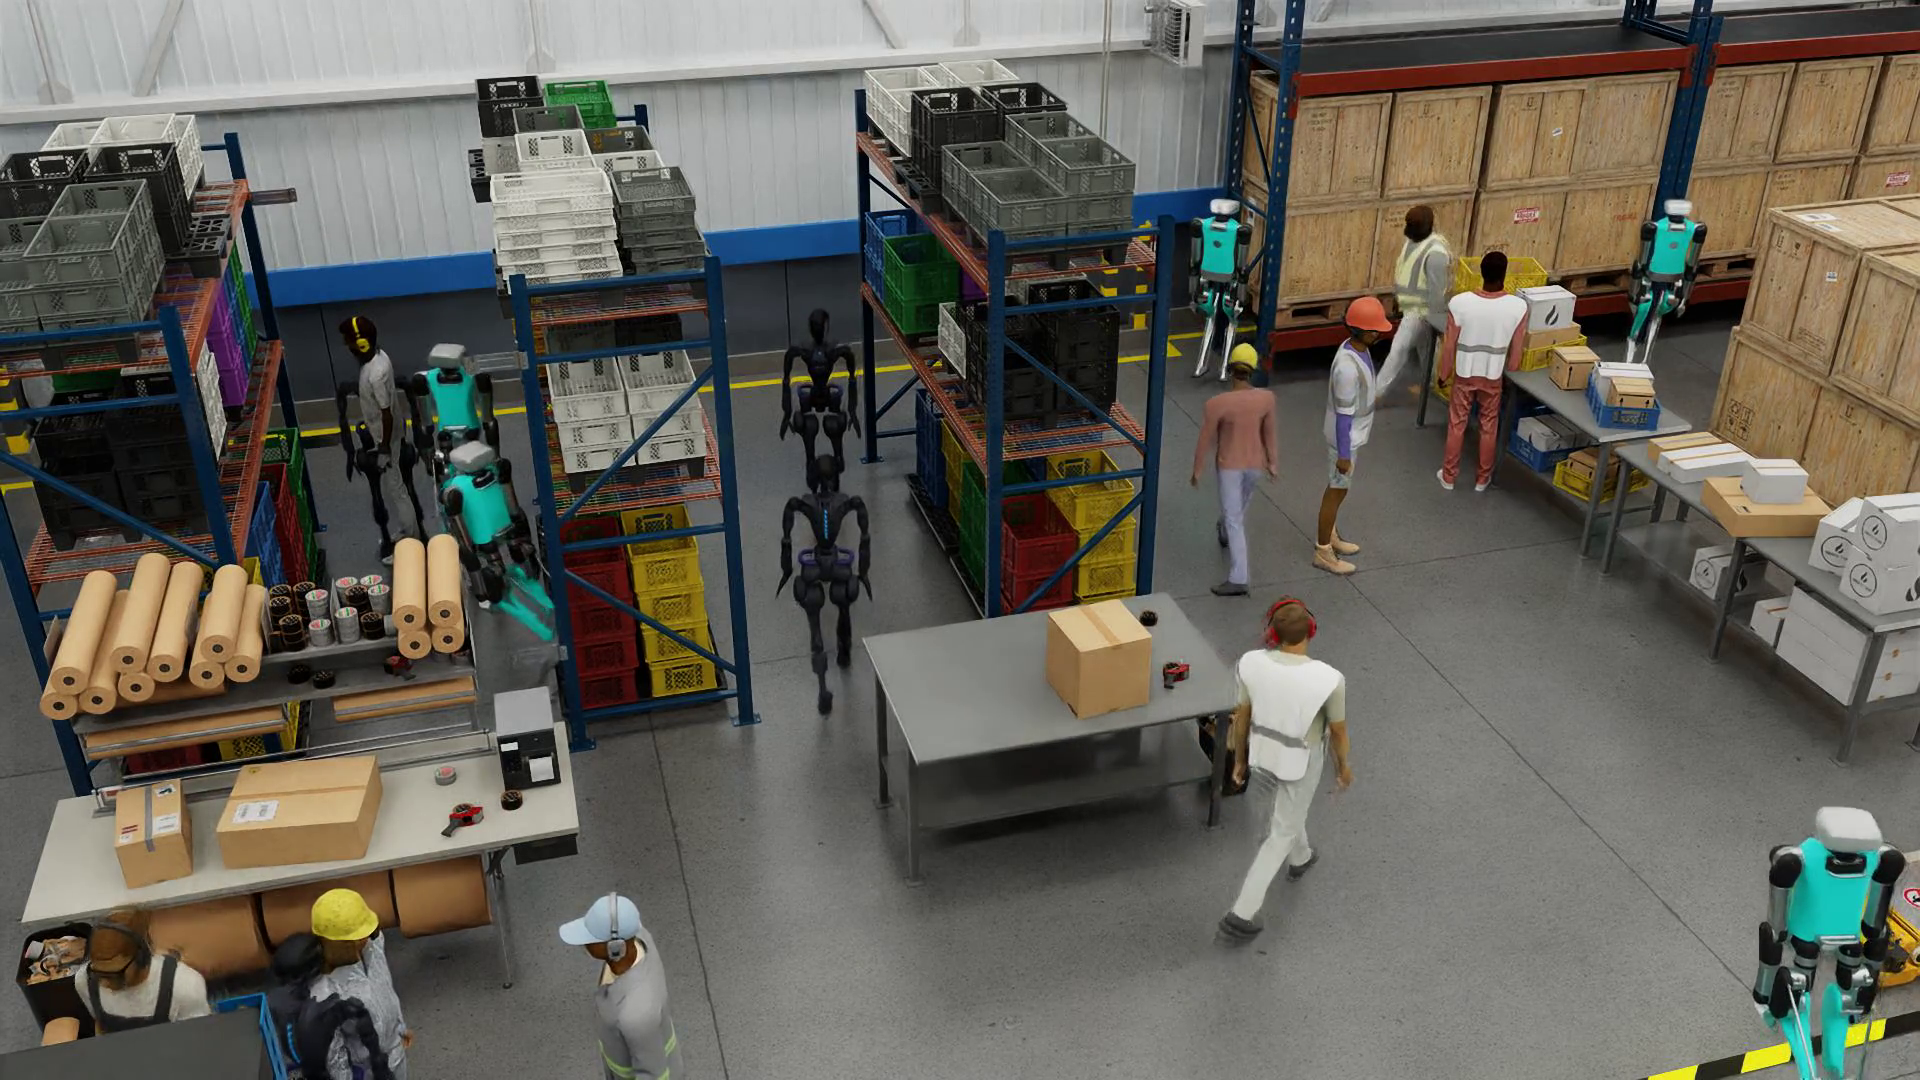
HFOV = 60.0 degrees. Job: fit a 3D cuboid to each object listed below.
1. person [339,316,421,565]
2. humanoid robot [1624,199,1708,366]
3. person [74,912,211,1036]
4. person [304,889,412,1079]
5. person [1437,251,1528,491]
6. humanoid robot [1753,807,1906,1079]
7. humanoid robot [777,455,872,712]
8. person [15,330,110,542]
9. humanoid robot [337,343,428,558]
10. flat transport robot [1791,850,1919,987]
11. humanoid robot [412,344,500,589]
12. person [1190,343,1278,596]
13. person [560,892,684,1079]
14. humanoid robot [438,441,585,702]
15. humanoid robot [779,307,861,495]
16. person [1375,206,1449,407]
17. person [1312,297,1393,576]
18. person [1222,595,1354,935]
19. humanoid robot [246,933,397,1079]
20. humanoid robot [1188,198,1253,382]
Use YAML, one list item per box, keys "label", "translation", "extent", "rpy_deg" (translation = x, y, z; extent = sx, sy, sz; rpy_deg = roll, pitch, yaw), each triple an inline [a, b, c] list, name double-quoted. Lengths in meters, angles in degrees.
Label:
- label: "person"
  translation: [-4.098, -0.709, 11.797]
  extent: [0.328, 1.865, 0.515]
  rpy_deg: [-9, 30, -16]
- label: "humanoid robot"
  translation: [6.105, -2.174, 14.606]
  extent: [0.537, 1.791, 0.831]
  rpy_deg: [5, 29, 10]
- label: "person"
  translation: [-3.154, 2.170, 6.592]
  extent: [0.532, 1.824, 0.409]
  rpy_deg: [0, 29, 0]
- label: "person"
  translation: [-2.392, 2.117, 6.777]
  extent: [0.295, 1.743, 0.483]
  rpy_deg: [5, 29, 9]
- label: "person"
  translation: [3.979, -1.273, 12.770]
  extent: [0.587, 1.916, 0.399]
  rpy_deg: [7, 29, 12]
- label: "humanoid robot"
  translation: [3.648, 2.028, 6.963]
  extent: [0.551, 1.790, 0.799]
  rpy_deg: [0, 29, 0]
- label: "humanoid robot"
  translation: [-0.850, 0.207, 10.369]
  extent: [0.599, 1.629, 0.767]
  rpy_deg: [-3, 29, -5]
- label: "person"
  translation: [-6.567, -0.863, 12.069]
  extent: [0.515, 1.873, 0.330]
  rpy_deg: [7, 30, 13]
- label: "humanoid robot"
  translation: [-4.098, -0.655, 11.883]
  extent: [0.597, 1.654, 0.319]
  rpy_deg: [-9, 30, -16]
- label: "flat transport robot"
  translation: [5.163, 1.916, 8.676]
  extent: [1.431, 0.231, 0.659]
  rpy_deg: [-8, 30, -14]
- label: "humanoid robot"
  translation: [-3.416, -0.389, 11.396]
  extent: [0.537, 1.845, 0.702]
  rpy_deg: [-3, 29, -6]
- label: "person"
  translation: [1.904, -0.530, 11.637]
  extent: [0.582, 1.692, 0.949]
  rpy_deg: [-10, 30, -18]
- label: "person"
  translation: [-1.299, 2.140, 6.624]
  extent: [0.393, 1.853, 0.588]
  rpy_deg: [-8, 30, -14]
- label: "humanoid robot"
  translation: [-2.629, 0.280, 10.140]
  extent: [0.821, 1.784, 0.581]
  rpy_deg: [15, 32, 26]
- label: "humanoid robot"
  translation: [-1.060, -0.993, 12.512]
  extent: [0.616, 1.636, 0.551]
  rpy_deg: [-3, 29, -5]
- label: "person"
  translation: [3.816, -1.981, 14.200]
  extent: [1.011, 1.780, 0.667]
  rpy_deg: [-2, 29, -3]
- label: "person"
  translation: [2.742, -0.736, 11.661]
  extent: [0.373, 2.041, 0.614]
  rpy_deg: [9, 30, 16]
- label: "person"
  translation: [1.644, 1.143, 8.515]
  extent: [0.575, 1.788, 0.964]
  rpy_deg: [25, 37, 38]
- label: "humanoid robot"
  translation: [-2.515, 2.234, 6.636]
  extent: [0.607, 1.643, 0.383]
  rpy_deg: [3, 29, 5]
- label: "humanoid robot"
  translation: [2.305, -2.232, 14.559]
  extent: [0.533, 1.677, 0.735]
  rpy_deg: [12, 31, 20]
